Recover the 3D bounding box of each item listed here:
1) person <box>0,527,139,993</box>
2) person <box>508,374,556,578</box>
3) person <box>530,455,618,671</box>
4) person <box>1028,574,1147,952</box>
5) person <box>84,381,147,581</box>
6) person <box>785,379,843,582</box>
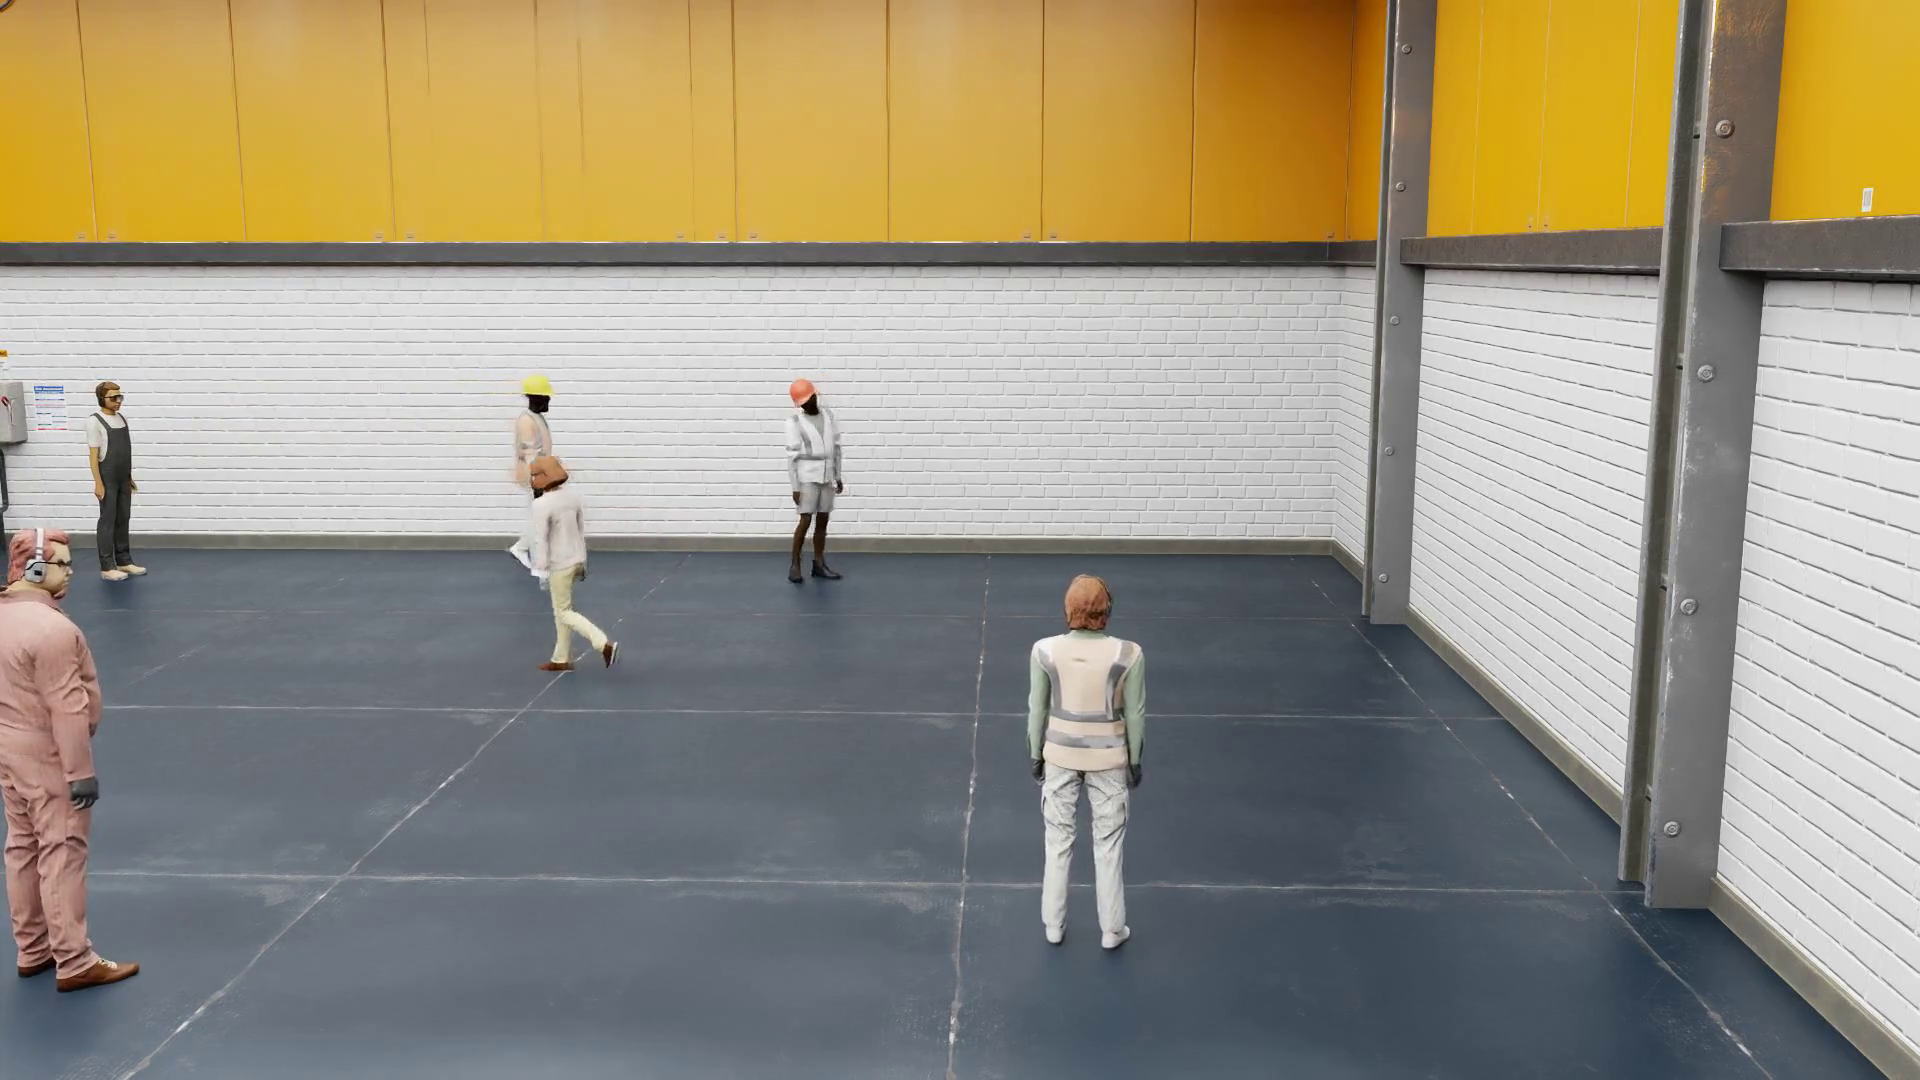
[{"bbox_3d":[-3.729,0.892,6.830,0.643,1.902,0.400,7,12,36],"label":"person"},{"bbox_3d":[-3.949,-0.584,15.446,0.466,1.908,0.592,0,10,2],"label":"person"},{"bbox_3d":[-2.747,0.194,11.822,0.655,1.602,0.508,4,10,21],"label":"person"},{"bbox_3d":[0.546,0.965,7.186,0.517,1.634,0.313,3,10,14],"label":"person"},{"bbox_3d":[-7.855,-0.554,15.452,0.331,1.844,0.520,2,10,9],"label":"person"},{"bbox_3d":[-1.356,-0.548,15.340,0.601,1.885,0.399,-9,13,-41],"label":"person"}]
